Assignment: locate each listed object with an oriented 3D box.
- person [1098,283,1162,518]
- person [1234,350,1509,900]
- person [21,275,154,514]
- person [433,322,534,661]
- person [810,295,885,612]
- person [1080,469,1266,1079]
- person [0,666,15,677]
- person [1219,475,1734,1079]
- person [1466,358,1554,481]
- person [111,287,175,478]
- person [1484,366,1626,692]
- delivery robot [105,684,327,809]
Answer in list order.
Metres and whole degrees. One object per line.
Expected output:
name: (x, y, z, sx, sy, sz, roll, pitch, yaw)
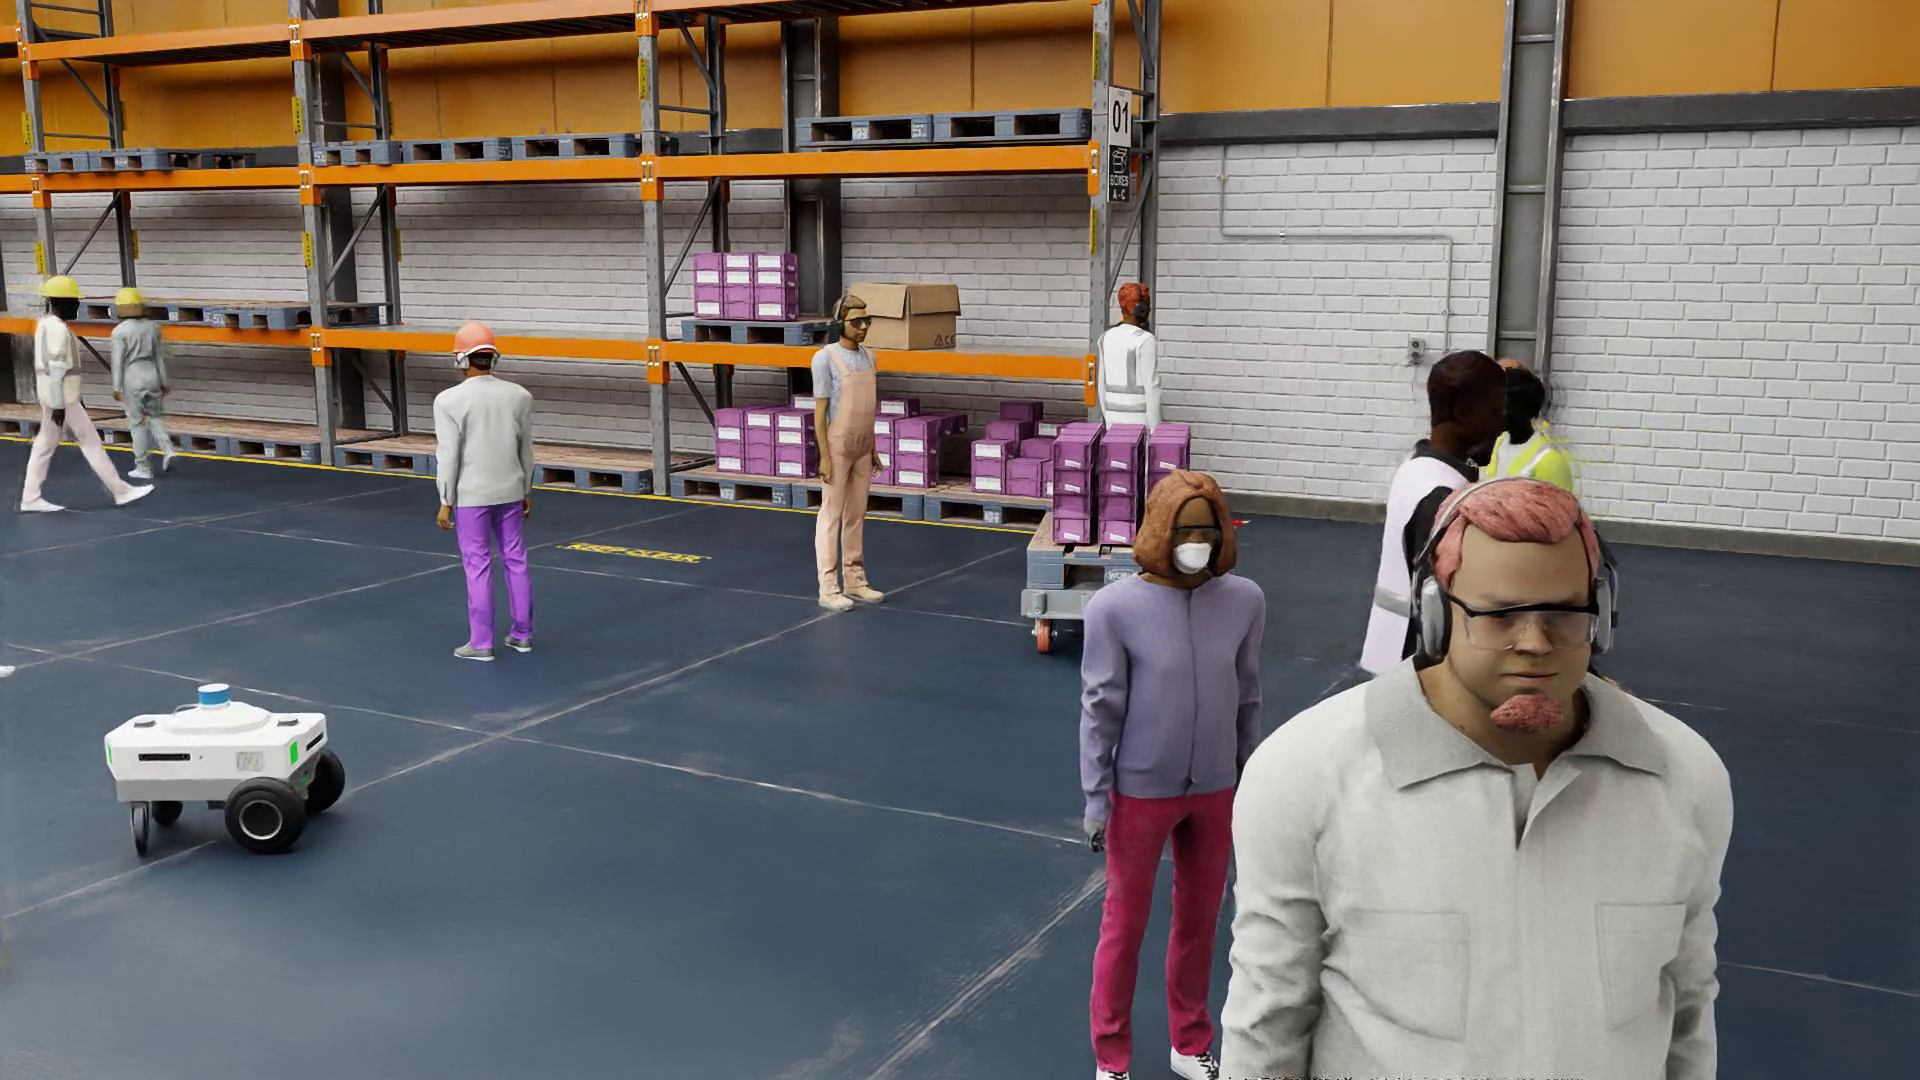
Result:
person: (1.152, -0.771, 11.133, 0.355, 1.882, 0.576, -7, 12, -33)
person: (1.322, 0.375, 4.897, 0.964, 1.875, 0.605, 3, 11, 15)
person: (-7.068, -1.157, 13.260, 0.974, 1.871, 0.613, -8, 13, -36)
person: (-2.479, -0.254, 8.649, 0.342, 1.751, 0.564, 9, 14, 41)
person: (-0.656, -0.514, 9.826, 0.345, 1.847, 0.506, 8, 13, 38)
person: (0.532, 0.632, 4.124, 0.507, 1.631, 0.270, -4, 11, -21)
person: (-5.004, -0.179, 7.966, 0.630, 1.857, 0.533, -9, 13, -39)
person: (0.656, 0.861, 2.119, 0.646, 1.907, 0.401, 0, 10, -3)
person: (2.659, -0.083, 8.149, 0.537, 1.590, 0.869, 8, 13, 37)
person: (-7.425, -1.418, 15.060, 0.390, 1.727, 0.510, 5, 12, 27)
person: (2.512, 0.082, 7.062, 0.755, 1.656, 0.545, -1, 10, -6)
delivery robot: (-2.708, 0.769, 6.074, 0.707, 0.478, 0.477, 0, 10, -1)
